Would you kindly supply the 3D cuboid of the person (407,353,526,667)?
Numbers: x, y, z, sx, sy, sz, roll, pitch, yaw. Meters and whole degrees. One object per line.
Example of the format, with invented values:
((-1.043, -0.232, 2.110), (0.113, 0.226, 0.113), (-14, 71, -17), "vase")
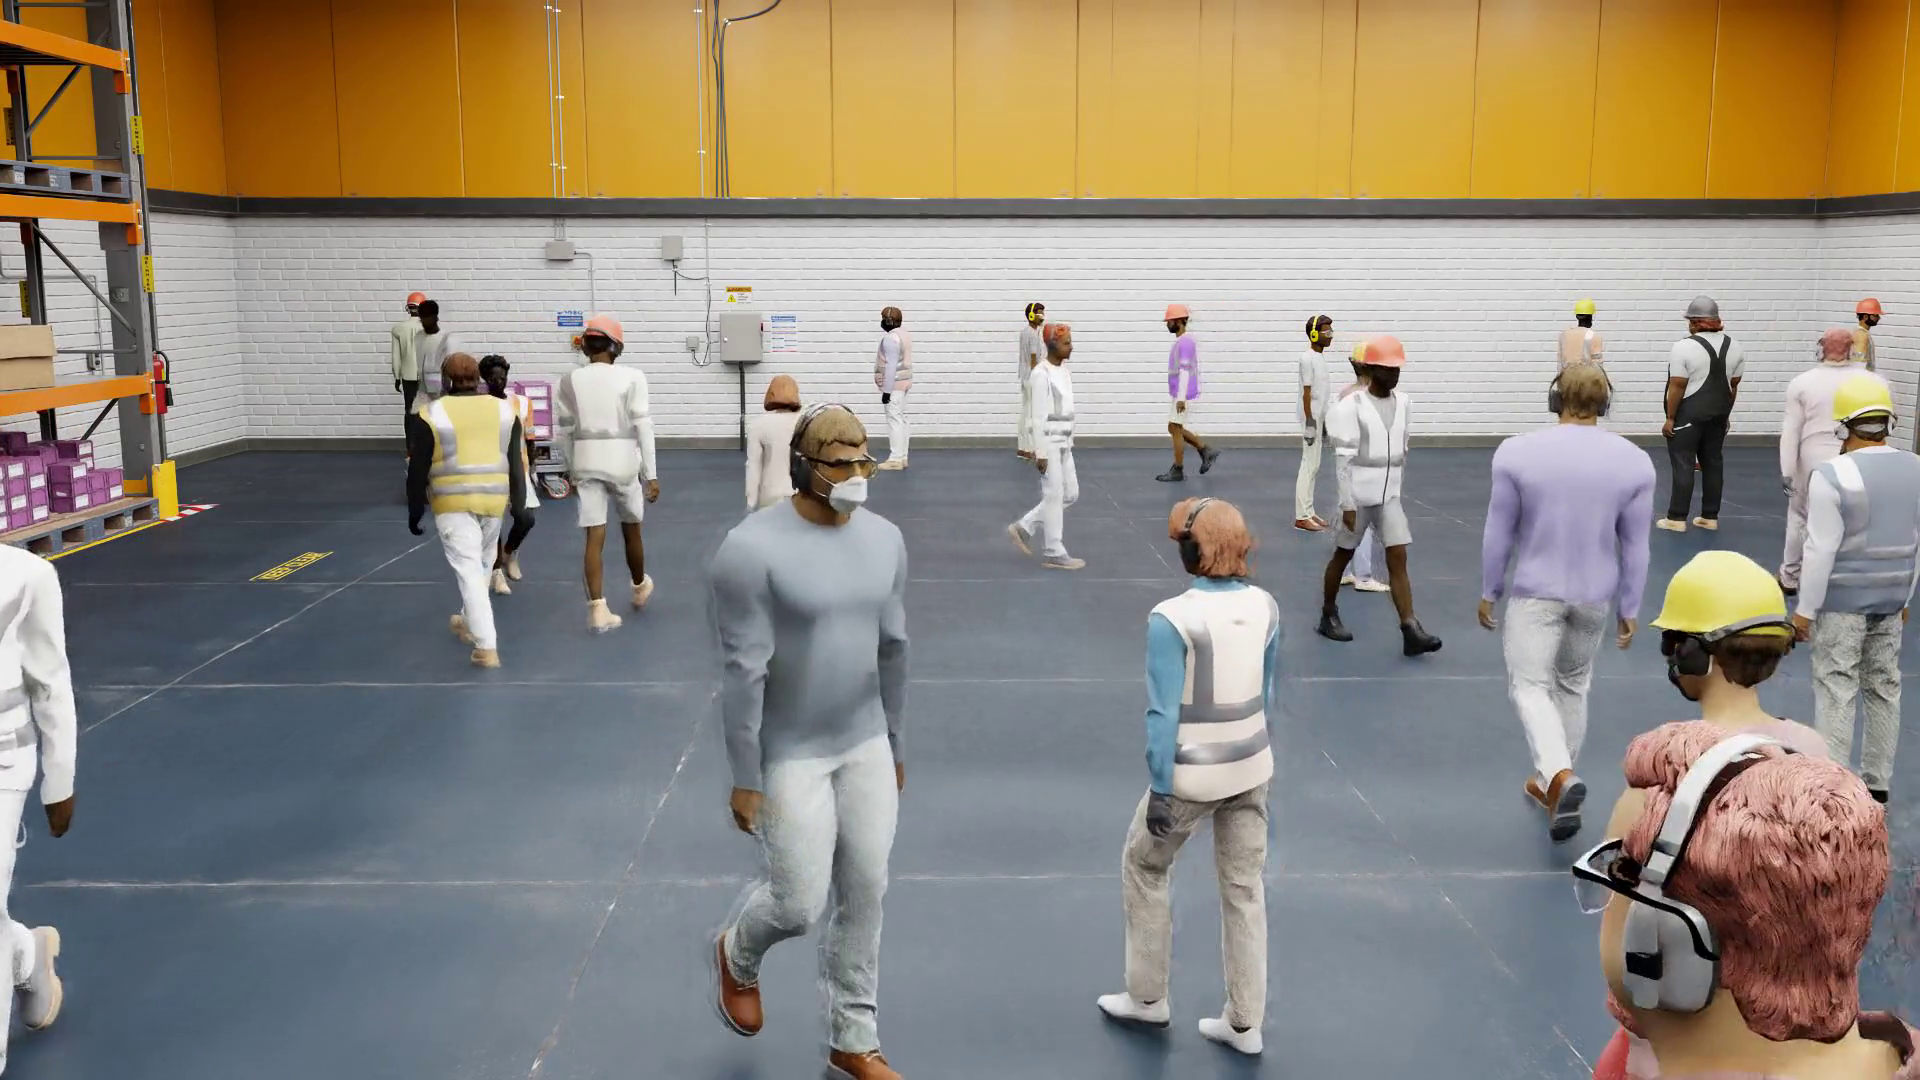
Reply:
((-2.891, -0.195, 9.712), (0.640, 1.785, 0.968), (-7, 12, -38), "person")

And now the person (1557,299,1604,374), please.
((7.058, -1.772, 18.917), (0.361, 1.930, 0.588), (-6, 11, -31), "person")

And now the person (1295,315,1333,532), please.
((3.095, -1.015, 14.456), (0.328, 1.872, 0.510), (4, 10, 23), "person")

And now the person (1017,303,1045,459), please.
((0.859, -1.899, 19.896), (0.331, 1.866, 0.513), (-2, 9, -12), "person")

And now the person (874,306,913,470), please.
((-0.759, -1.715, 18.837), (0.430, 1.845, 0.624), (3, 10, 16), "person")

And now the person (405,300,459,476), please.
((-5.744, -1.624, 18.017), (0.655, 1.927, 0.719), (5, 10, 26), "person")

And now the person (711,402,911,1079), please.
((-0.415, 0.570, 4.582), (0.635, 1.922, 0.613), (-8, 12, -41), "person")

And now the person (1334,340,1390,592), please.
((2.849, -0.519, 11.738), (0.309, 1.769, 0.523), (-4, 10, -21), "person")

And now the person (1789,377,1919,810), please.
((3.701, 0.240, 6.899), (0.587, 1.826, 0.404), (-3, 10, -16), "person")

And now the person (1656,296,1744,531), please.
((6.371, -1.097, 14.439), (0.688, 2.000, 0.539), (-3, 10, -16), "person")

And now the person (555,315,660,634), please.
((-2.227, -0.443, 10.647), (0.669, 1.964, 1.022), (0, 9, 1), "person")

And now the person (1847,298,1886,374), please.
((10.255, -1.777, 18.921), (0.366, 1.935, 0.552), (4, 10, 22), "person")

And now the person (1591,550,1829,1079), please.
((1.382, 0.885, 3.202), (0.537, 1.731, 0.756), (-4, 10, -25), "person")

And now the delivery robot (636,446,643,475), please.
((-3.625, -0.847, 17.163), (0.707, 0.478, 0.477), (-2, 9, -14), "delivery robot")

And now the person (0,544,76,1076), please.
((-2.666, 0.621, 4.481), (0.581, 1.857, 0.804), (-1, 9, -4), "person")

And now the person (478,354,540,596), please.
((-3.204, -0.454, 11.579), (0.545, 1.680, 0.402), (-6, 11, -32), "person")

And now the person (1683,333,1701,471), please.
((8.306, -1.704, 18.709), (0.332, 1.864, 0.509), (-3, 10, -16), "person")

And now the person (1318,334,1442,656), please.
((2.460, -0.269, 9.850), (0.567, 1.878, 1.000), (-4, 10, -22), "person")

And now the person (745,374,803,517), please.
((-1.110, -0.266, 10.722), (0.531, 1.596, 0.773), (-2, 9, -13), "person")

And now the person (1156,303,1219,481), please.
((2.435, -1.570, 17.748), (0.601, 1.916, 0.565), (0, 9, -2), "person")

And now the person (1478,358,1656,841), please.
((2.431, 0.238, 6.652), (0.637, 1.922, 0.811), (1, 9, 4), "person")

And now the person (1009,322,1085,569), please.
((0.669, -0.708, 12.574), (0.546, 1.872, 0.603), (4, 10, 23), "person")

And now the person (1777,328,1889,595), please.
((5.861, -0.485, 11.236), (0.662, 1.864, 0.948), (3, 10, 17), "person")

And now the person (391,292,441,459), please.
((-6.411, -1.942, 19.756), (0.624, 1.992, 0.390), (-1, 9, -3), "person")

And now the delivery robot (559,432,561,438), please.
((-4.184, -0.917, 17.590), (0.477, 0.478, 0.707), (2, 9, 12), "delivery robot")

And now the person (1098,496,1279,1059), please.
((0.663, 0.676, 4.860), (0.534, 1.615, 0.646), (-7, 11, -36), "person")

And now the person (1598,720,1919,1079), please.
((0.641, 1.080, 1.612), (0.651, 1.875, 0.871), (-4, 10, -21), "person")
